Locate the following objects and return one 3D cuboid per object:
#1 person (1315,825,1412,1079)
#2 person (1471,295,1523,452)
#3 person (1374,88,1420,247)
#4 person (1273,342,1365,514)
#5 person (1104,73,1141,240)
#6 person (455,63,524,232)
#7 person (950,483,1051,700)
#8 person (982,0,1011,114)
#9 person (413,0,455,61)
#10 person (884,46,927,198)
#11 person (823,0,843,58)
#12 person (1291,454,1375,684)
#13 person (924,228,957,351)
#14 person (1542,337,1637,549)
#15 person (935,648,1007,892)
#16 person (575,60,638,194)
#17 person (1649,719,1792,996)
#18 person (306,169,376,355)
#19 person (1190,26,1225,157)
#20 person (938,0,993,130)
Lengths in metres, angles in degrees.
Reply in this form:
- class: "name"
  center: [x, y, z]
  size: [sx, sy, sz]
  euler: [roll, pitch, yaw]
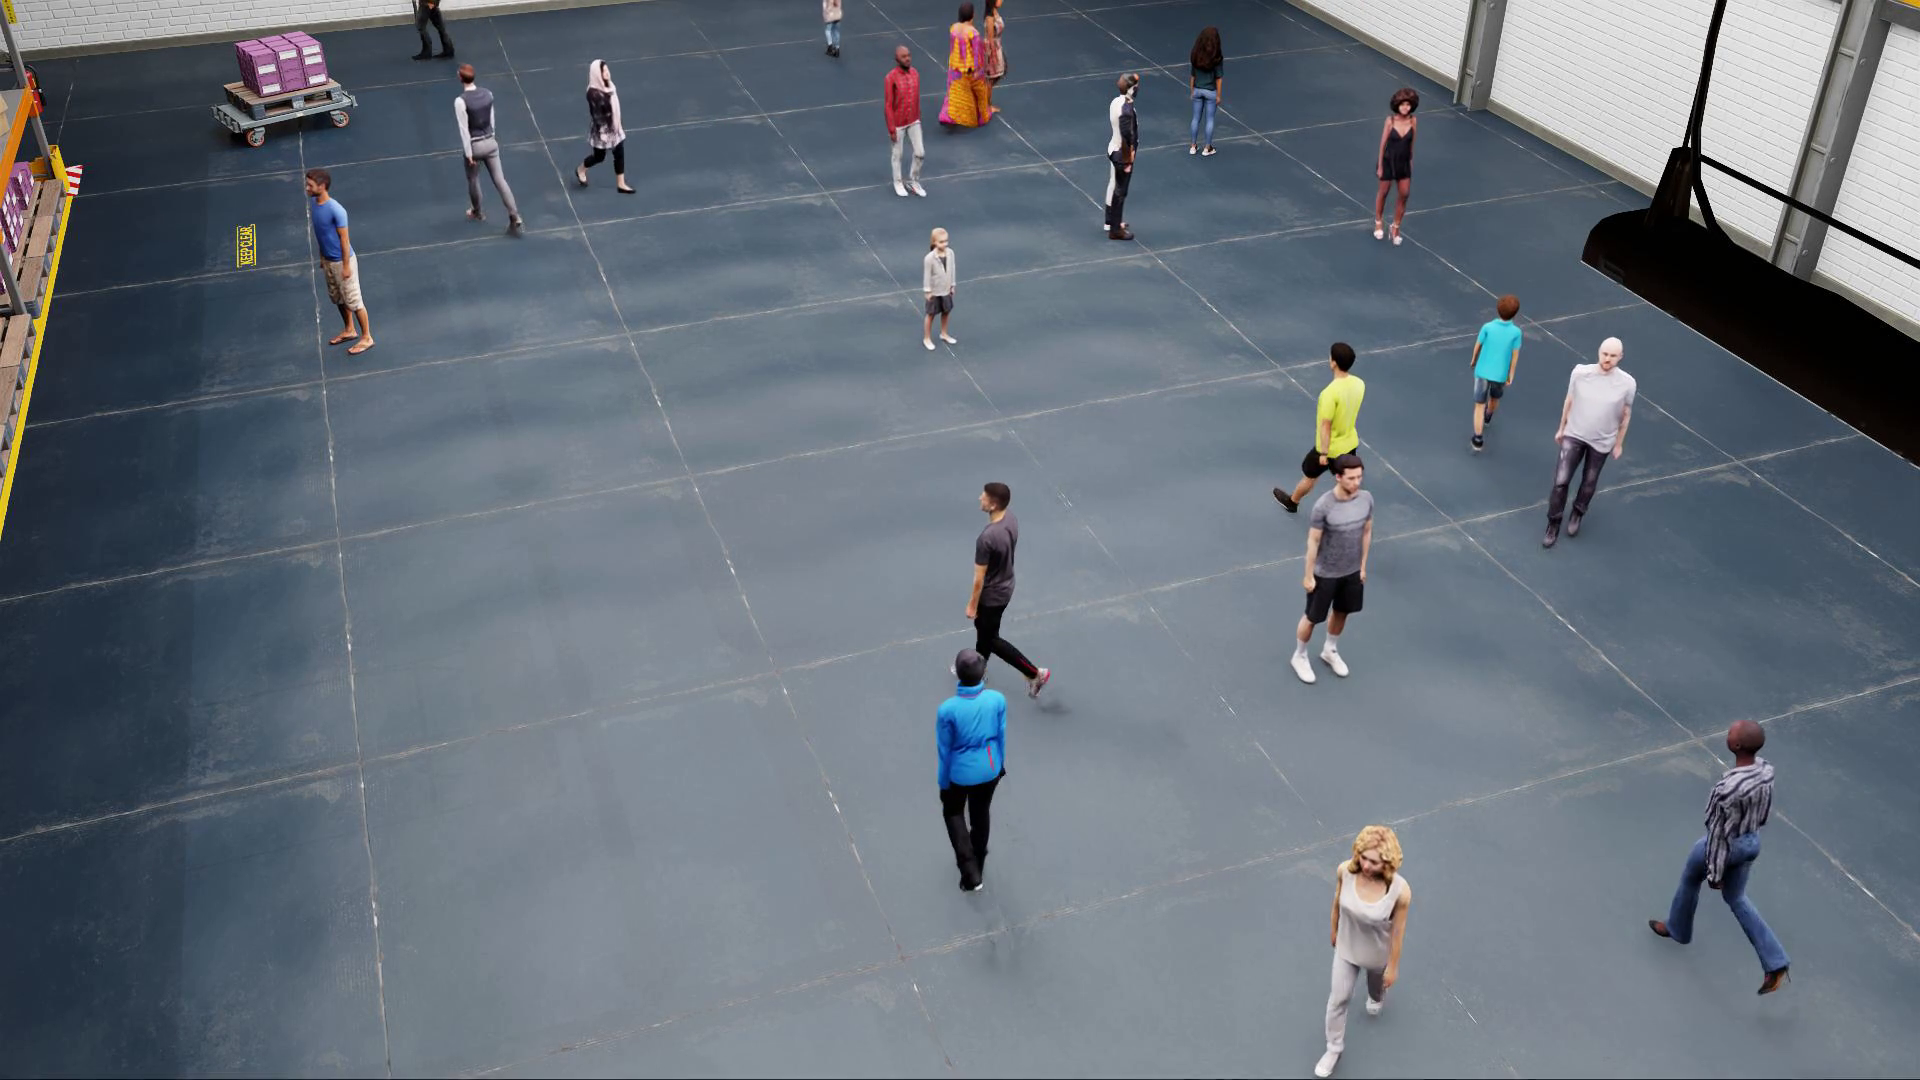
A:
- class: "person"
  center: [2.280, 2.193, 9.175]
  size: [1.018, 1.650, 1.023]
  euler: [19, 38, 26]
- class: "person"
  center: [4.775, -1.473, 14.916]
  size: [0.875, 1.402, 1.040]
  euler: [7, 34, 10]
- class: "person"
  center: [4.873, -4.242, 18.746]
  size: [0.684, 1.773, 0.781]
  euler: [-2, 34, -3]
- class: "person"
  center: [3.145, -0.764, 13.614]
  size: [0.815, 1.661, 1.125]
  euler: [-21, 39, -29]
- class: "person"
  center: [1.822, -4.353, 18.806]
  size: [0.782, 1.892, 0.600]
  euler: [-4, 34, -6]
- class: "person"
  center: [-5.389, -4.452, 18.934]
  size: [0.976, 1.915, 1.305]
  euler: [-27, 42, -34]
- class: "person"
  center: [0.305, 0.394, 11.794]
  size: [1.076, 1.748, 1.066]
  euler: [11, 35, 17]
- class: "person"
  center: [0.343, -6.550, 22.345]
  size: [0.847, 1.632, 0.767]
  euler: [6, 34, 8]
- class: "person"
  center: [-7.661, -7.910, 24.249]
  size: [0.880, 1.790, 0.837]
  euler: [-4, 34, -6]
- class: "person"
  center: [-0.729, -5.026, 19.896]
  size: [0.712, 1.805, 0.749]
  euler: [-17, 37, -24]
- class: "person"
  center: [-1.850, -7.714, 24.499]
  size: [0.501, 1.186, 0.505]
  euler: [-16, 37, -23]
- class: "person"
  center: [2.703, 0.179, 12.013]
  size: [0.642, 1.864, 0.517]
  euler: [-11, 35, -16]
- class: "person"
  center: [-0.218, -2.522, 16.611]
  size: [0.556, 1.272, 0.572]
  euler: [-19, 38, -26]
- class: "person"
  center: [5.173, -0.868, 13.630]
  size: [0.970, 1.817, 1.033]
  euler: [14, 36, 20]
- class: "person"
  center: [0.104, 1.475, 10.138]
  size: [0.637, 1.781, 0.767]
  euler: [-10, 35, -15]
- class: "person"
  center: [-4.332, -4.934, 19.928]
  size: [1.067, 1.616, 1.035]
  euler: [12, 35, 17]
- class: "person"
  center: [4.501, 1.877, 9.562]
  size: [0.809, 1.749, 1.162]
  euler: [-20, 39, -27]
- class: "person"
  center: [-6.162, -2.785, 16.472]
  size: [0.677, 1.864, 0.791]
  euler: [25, 41, 32]
- class: "person"
  center: [3.109, -5.687, 21.060]
  size: [0.712, 1.617, 0.778]
  euler: [17, 37, 23]
- class: "person"
  center: [0.018, -6.204, 21.783]
  size: [1.131, 1.678, 1.082]
  euler: [24, 40, 31]
